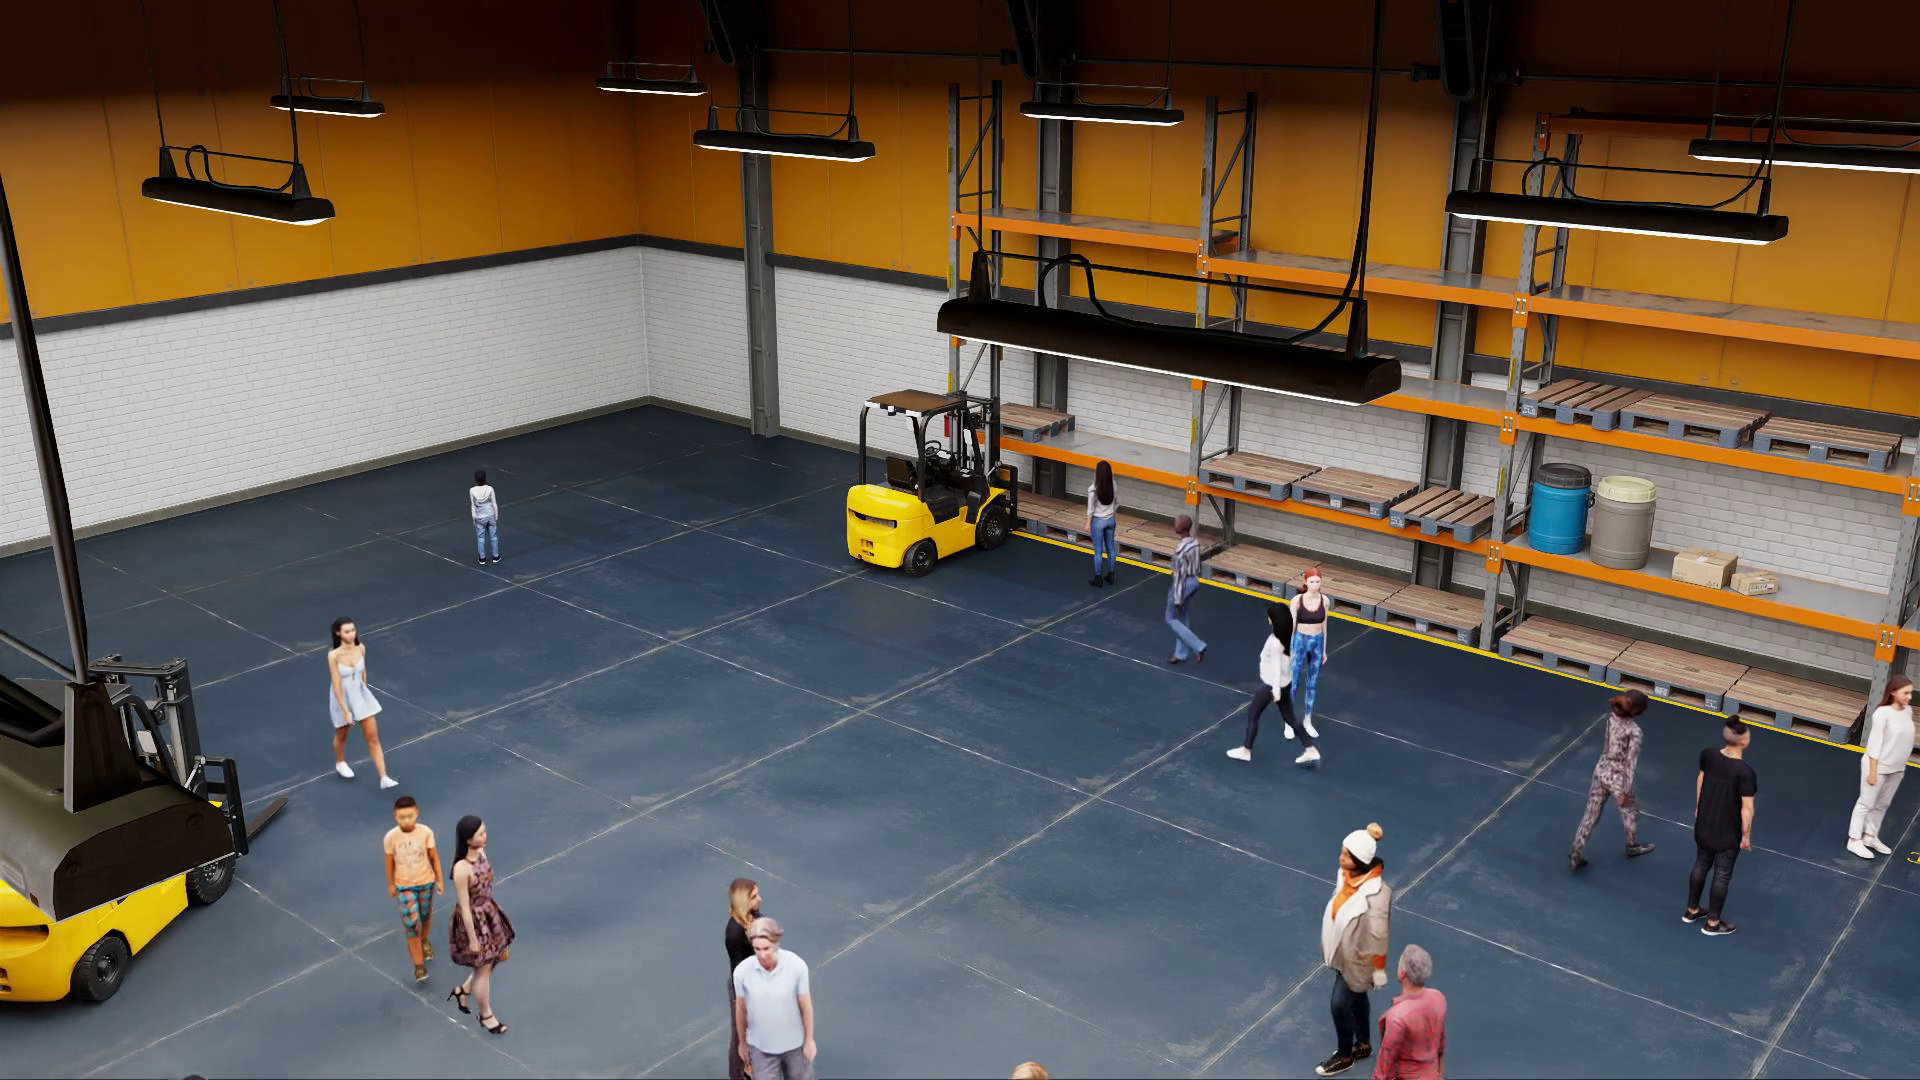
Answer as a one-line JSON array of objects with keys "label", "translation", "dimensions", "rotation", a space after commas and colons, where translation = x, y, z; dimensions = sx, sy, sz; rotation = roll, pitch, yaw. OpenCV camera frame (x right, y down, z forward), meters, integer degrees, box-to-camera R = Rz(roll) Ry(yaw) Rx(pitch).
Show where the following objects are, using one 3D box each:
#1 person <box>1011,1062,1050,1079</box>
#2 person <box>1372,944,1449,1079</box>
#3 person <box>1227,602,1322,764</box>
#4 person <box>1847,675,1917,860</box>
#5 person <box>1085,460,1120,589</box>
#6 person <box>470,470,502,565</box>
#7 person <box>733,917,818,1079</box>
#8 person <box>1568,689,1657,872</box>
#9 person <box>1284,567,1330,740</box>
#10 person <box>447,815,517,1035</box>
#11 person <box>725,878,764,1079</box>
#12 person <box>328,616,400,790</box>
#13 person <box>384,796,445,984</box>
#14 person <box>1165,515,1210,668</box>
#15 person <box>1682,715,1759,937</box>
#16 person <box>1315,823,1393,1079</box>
[{"label": "person", "translation": [0.383, 3.653, 9.097], "dimensions": [0.722, 1.859, 0.682], "rotation": [0, 19, 0]}, {"label": "person", "translation": [2.743, 3.355, 10.074], "dimensions": [0.867, 1.799, 0.927], "rotation": [-16, 24, -40]}, {"label": "person", "translation": [3.153, 1.425, 16.031], "dimensions": [1.163, 1.656, 0.754], "rotation": [9, 21, 26]}, {"label": "person", "translation": [8.015, 1.946, 14.434], "dimensions": [0.670, 1.688, 0.665], "rotation": [-9, 21, -25]}, {"label": "person", "translation": [1.808, -0.212, 20.927], "dimensions": [0.661, 1.633, 0.619], "rotation": [-11, 22, -30]}, {"label": "person", "translation": [-6.236, -0.311, 21.804], "dimensions": [0.565, 1.261, 0.612], "rotation": [-5, 19, -16]}, {"label": "person", "translation": [-1.160, 3.161, 10.629], "dimensions": [0.965, 1.812, 1.020], "rotation": [-1, 19, -4]}, {"label": "person", "translation": [5.478, 2.072, 14.086], "dimensions": [1.123, 1.671, 1.155], "rotation": [-7, 20, -19]}, {"label": "person", "translation": [3.486, 1.127, 16.714], "dimensions": [0.690, 1.784, 0.747], "rotation": [-2, 19, -7]}, {"label": "person", "translation": [-3.533, 2.767, 11.878], "dimensions": [0.911, 1.762, 0.841], "rotation": [2, 19, 5]}, {"label": "person", "translation": [-1.450, 3.031, 11.240], "dimensions": [0.696, 1.670, 0.685], "rotation": [3, 19, 10]}, {"label": "person", "translation": [-5.798, 1.541, 15.661], "dimensions": [1.153, 1.672, 0.573], "rotation": [14, 23, 36]}, {"label": "person", "translation": [-4.209, 2.624, 12.823], "dimensions": [0.791, 1.431, 1.012], "rotation": [-9, 21, -25]}, {"label": "person", "translation": [2.547, 0.601, 18.281], "dimensions": [0.771, 1.780, 0.662], "rotation": [13, 22, 33]}, {"label": "person", "translation": [6.074, 2.241, 13.273], "dimensions": [0.837, 1.868, 0.700], "rotation": [-8, 20, -21]}, {"label": "person", "translation": [2.844, 2.817, 11.550], "dimensions": [0.957, 1.876, 0.887], "rotation": [-4, 19, -12]}]
